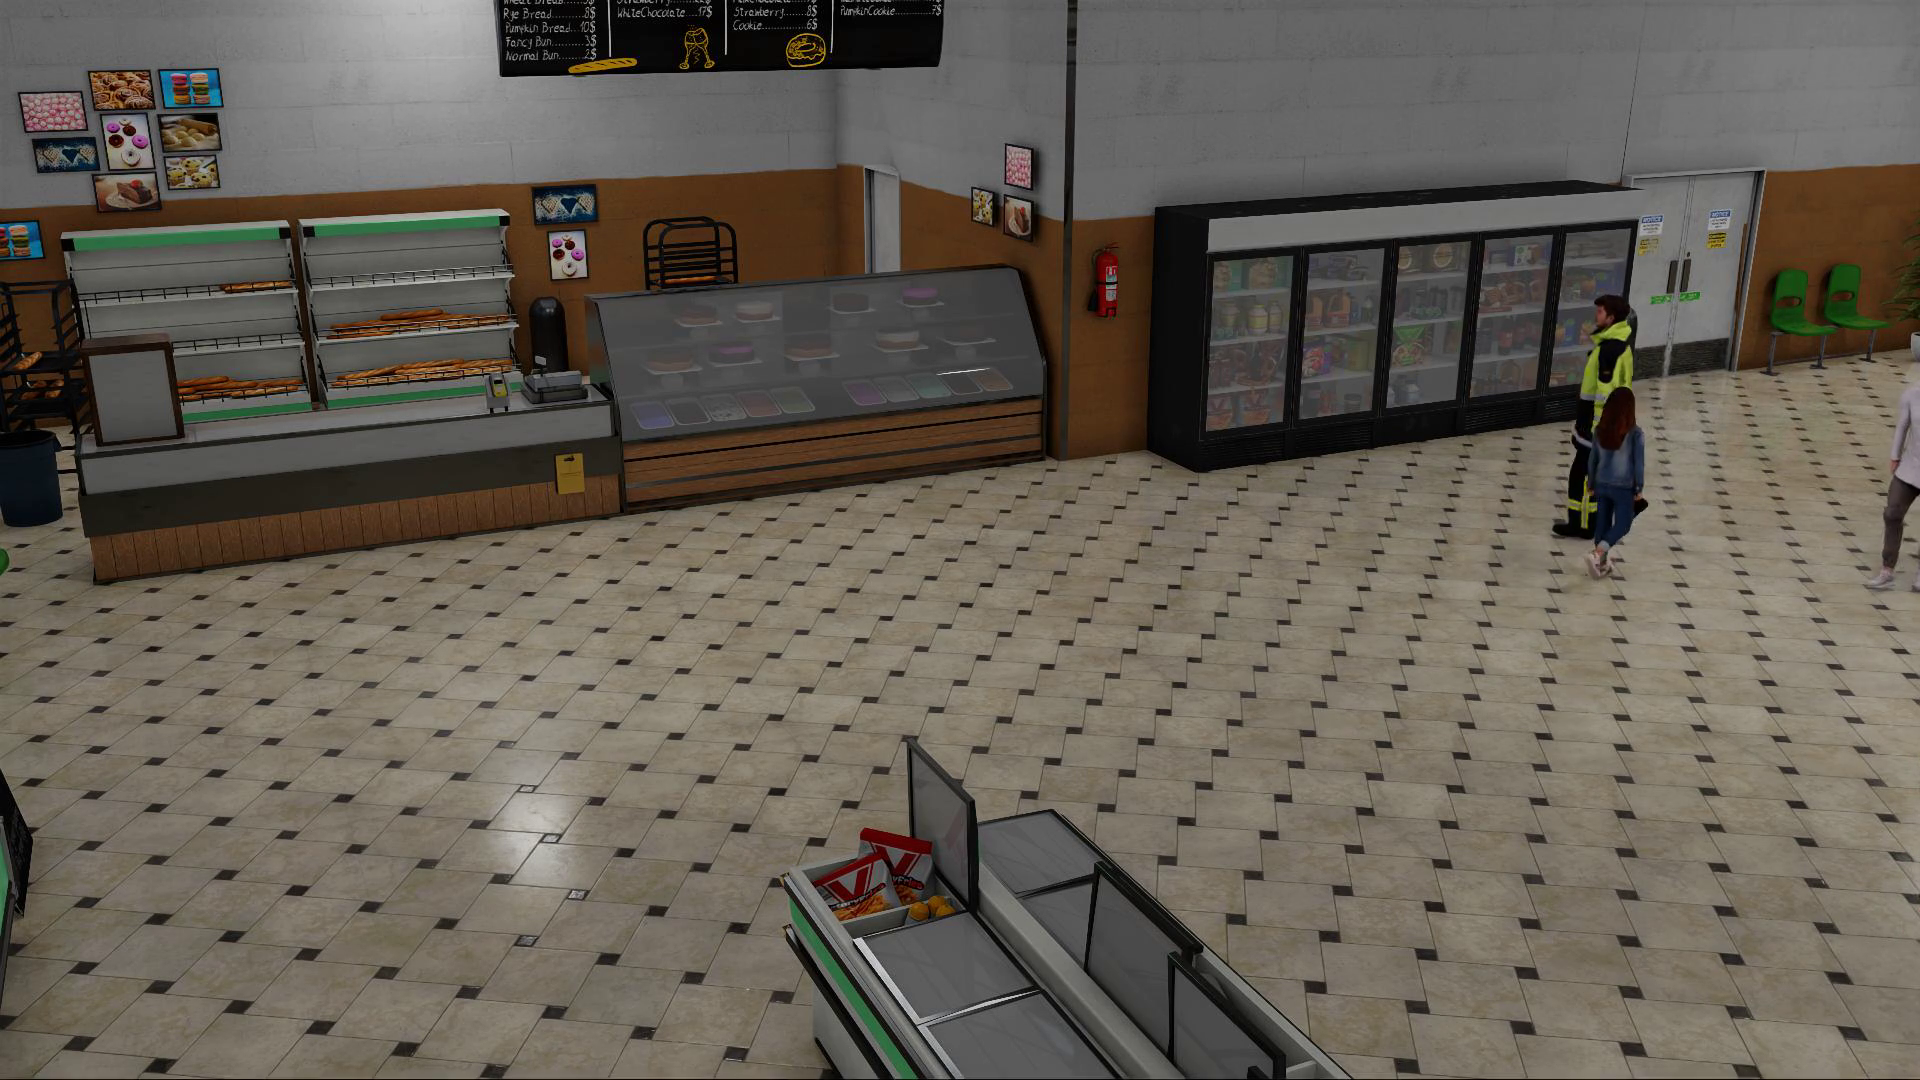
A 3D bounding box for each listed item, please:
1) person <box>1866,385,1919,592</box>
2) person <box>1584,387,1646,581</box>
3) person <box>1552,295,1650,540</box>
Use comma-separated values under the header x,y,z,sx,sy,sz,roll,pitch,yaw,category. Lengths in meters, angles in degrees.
x,y,z,sx,sy,sz,roll,pitch,yaw,category
7.042,-0.515,12.070,0.842,1.810,0.884,15,24,37,person
4.769,-0.380,12.211,0.750,1.464,0.781,-15,24,-38,person
5.150,-0.946,13.107,1.115,1.965,1.043,9,20,24,person
